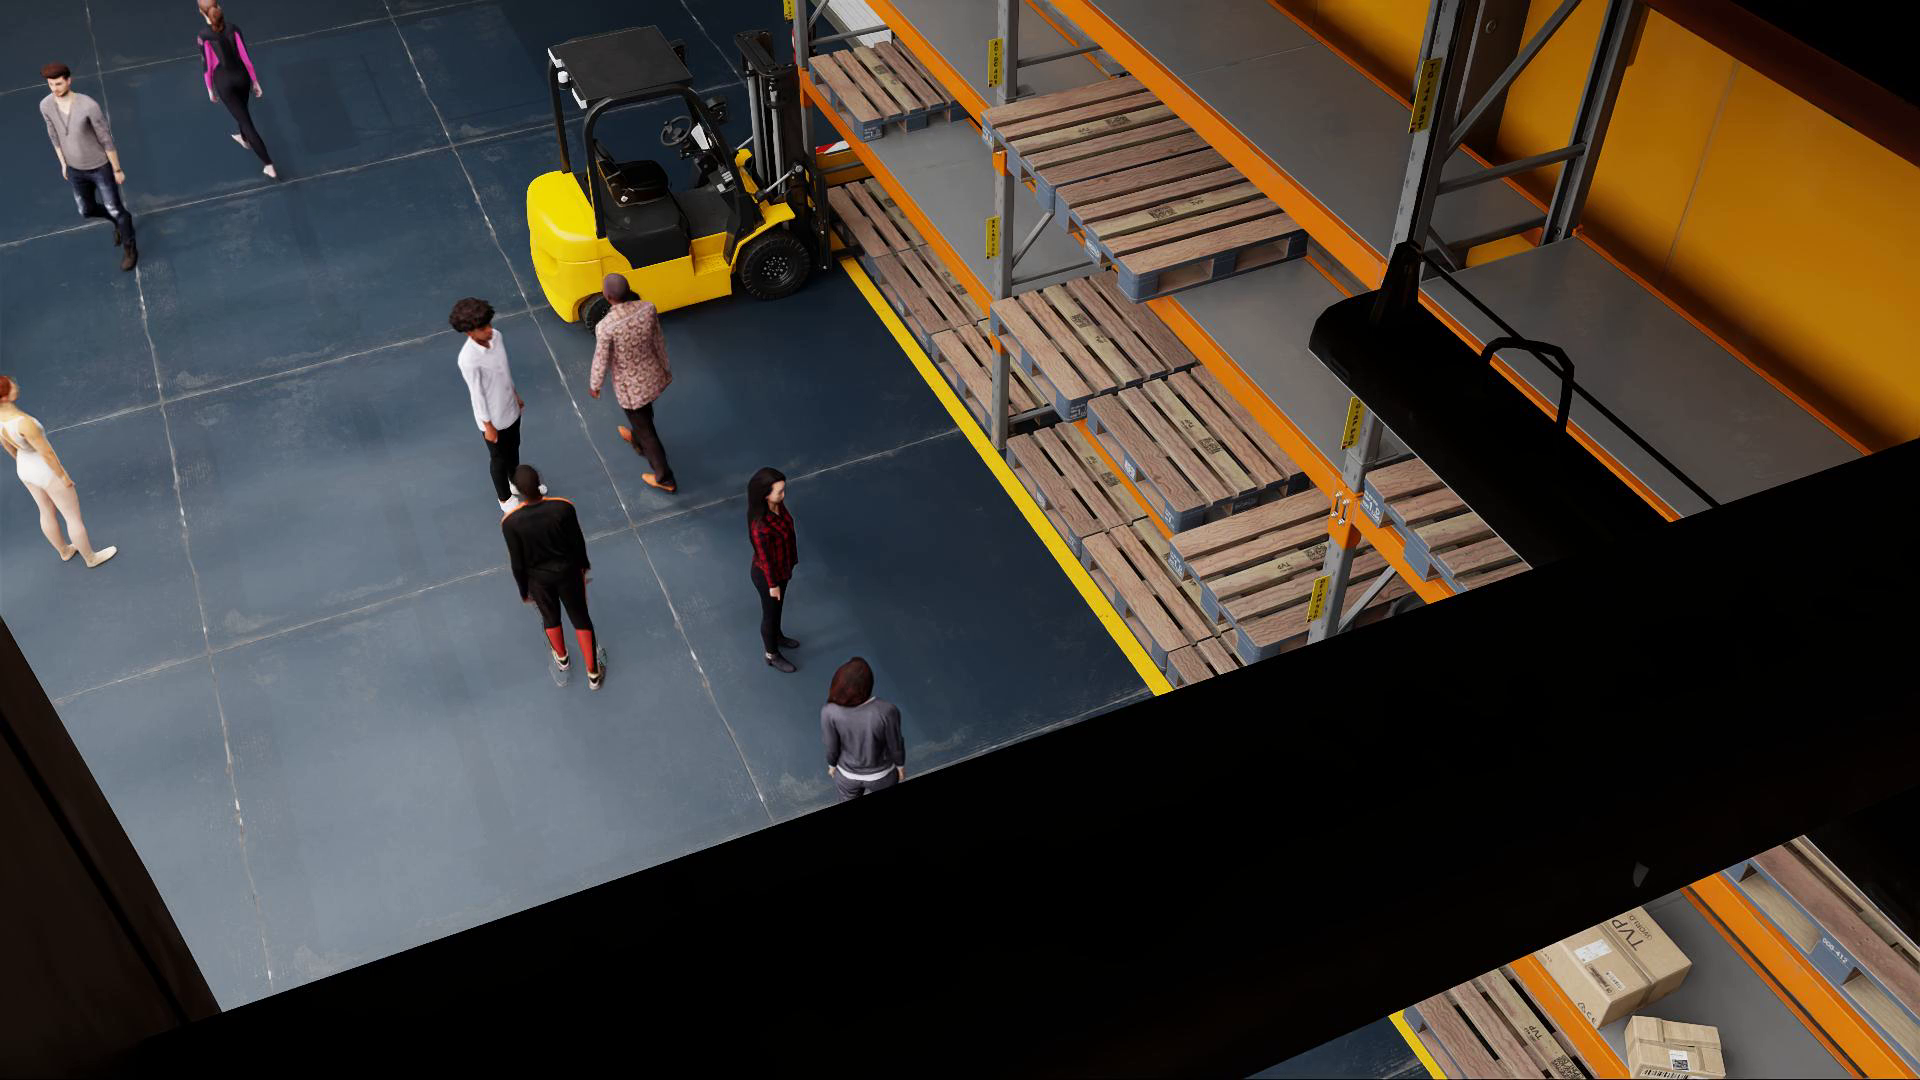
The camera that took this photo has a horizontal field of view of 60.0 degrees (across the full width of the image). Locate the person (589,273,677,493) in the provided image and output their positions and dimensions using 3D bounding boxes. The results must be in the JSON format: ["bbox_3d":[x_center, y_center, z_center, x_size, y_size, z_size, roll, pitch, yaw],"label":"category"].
[{"bbox_3d":[-2.277,-1.093,12.045,1.158,1.778,0.992,27,50,26],"label":"person"}]

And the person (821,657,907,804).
[{"bbox_3d":[-0.538,1.309,9.532,0.688,1.767,0.676,2,44,2],"label":"person"}]

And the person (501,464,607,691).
[{"bbox_3d":[-2.596,0.232,10.632,0.691,1.808,0.843,-11,45,-11],"label":"person"}]

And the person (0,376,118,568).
[{"bbox_3d":[-6.347,-0.465,11.483,0.603,1.644,0.669,15,46,16],"label":"person"}]

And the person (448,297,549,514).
[{"bbox_3d":[-3.317,-0.957,11.879,0.790,1.810,0.715,10,45,11],"label":"person"}]

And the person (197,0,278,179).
[{"bbox_3d":[-6.644,-4.129,15.295,0.831,1.691,1.197,-33,53,-30],"label":"person"}]

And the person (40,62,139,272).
[{"bbox_3d":[-7.397,-3.244,14.222,0.889,1.889,0.957,3,44,3],"label":"person"}]

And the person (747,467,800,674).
[{"bbox_3d":[-1.233,0.184,10.794,0.723,1.655,0.612,4,44,4],"label":"person"}]
